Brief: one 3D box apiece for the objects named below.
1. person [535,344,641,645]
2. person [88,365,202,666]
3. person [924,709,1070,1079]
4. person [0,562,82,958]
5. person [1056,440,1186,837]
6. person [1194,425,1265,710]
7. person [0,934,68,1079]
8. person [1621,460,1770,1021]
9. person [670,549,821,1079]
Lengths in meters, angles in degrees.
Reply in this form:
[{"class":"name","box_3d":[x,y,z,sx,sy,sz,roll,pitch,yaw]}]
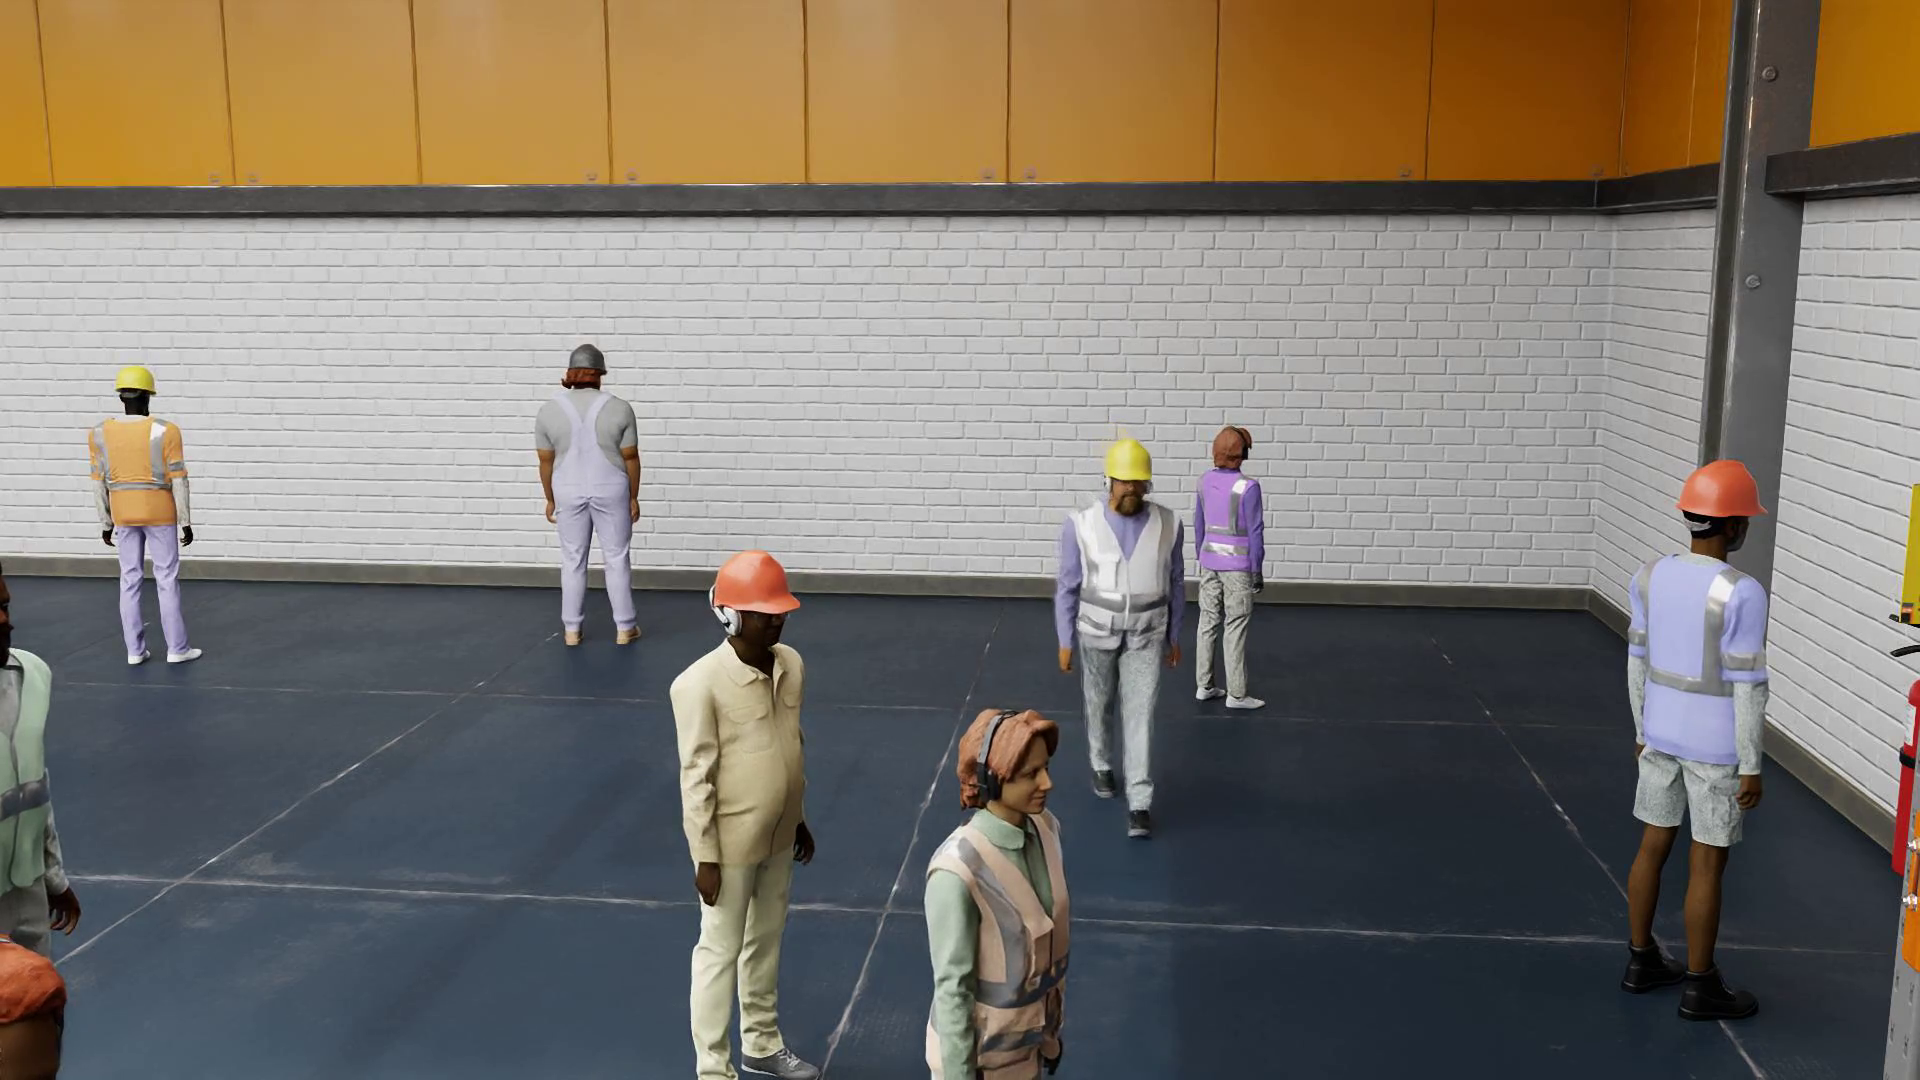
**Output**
[{"class":"person","box_3d":[-2.472,-0.312,11.197,0.673,2.000,0.535,-1,10,-3]},{"class":"person","box_3d":[-5.189,-0.148,10.598,0.585,1.923,0.375,-1,10,-4]},{"class":"person","box_3d":[0.087,1.180,3.802,0.314,1.642,0.515,5,11,28]},{"class":"person","box_3d":[-2.564,0.947,4.341,0.379,1.917,0.591,1,10,8]},{"class":"person","box_3d":[0.752,0.419,7.761,0.608,1.785,0.929,0,10,0]},{"class":"person","box_3d":[1.556,0.162,9.623,0.306,1.643,0.521,-7,12,-35]},{"class":"person","box_3d":[-1.157,1.371,2.010,0.357,1.885,0.573,1,10,5]},{"class":"person","box_3d":[2.564,0.688,5.768,0.360,1.939,0.543,-4,11,-24]},{"class":"person","box_3d":[-0.632,0.892,5.123,0.333,1.753,0.562,6,12,31]}]
